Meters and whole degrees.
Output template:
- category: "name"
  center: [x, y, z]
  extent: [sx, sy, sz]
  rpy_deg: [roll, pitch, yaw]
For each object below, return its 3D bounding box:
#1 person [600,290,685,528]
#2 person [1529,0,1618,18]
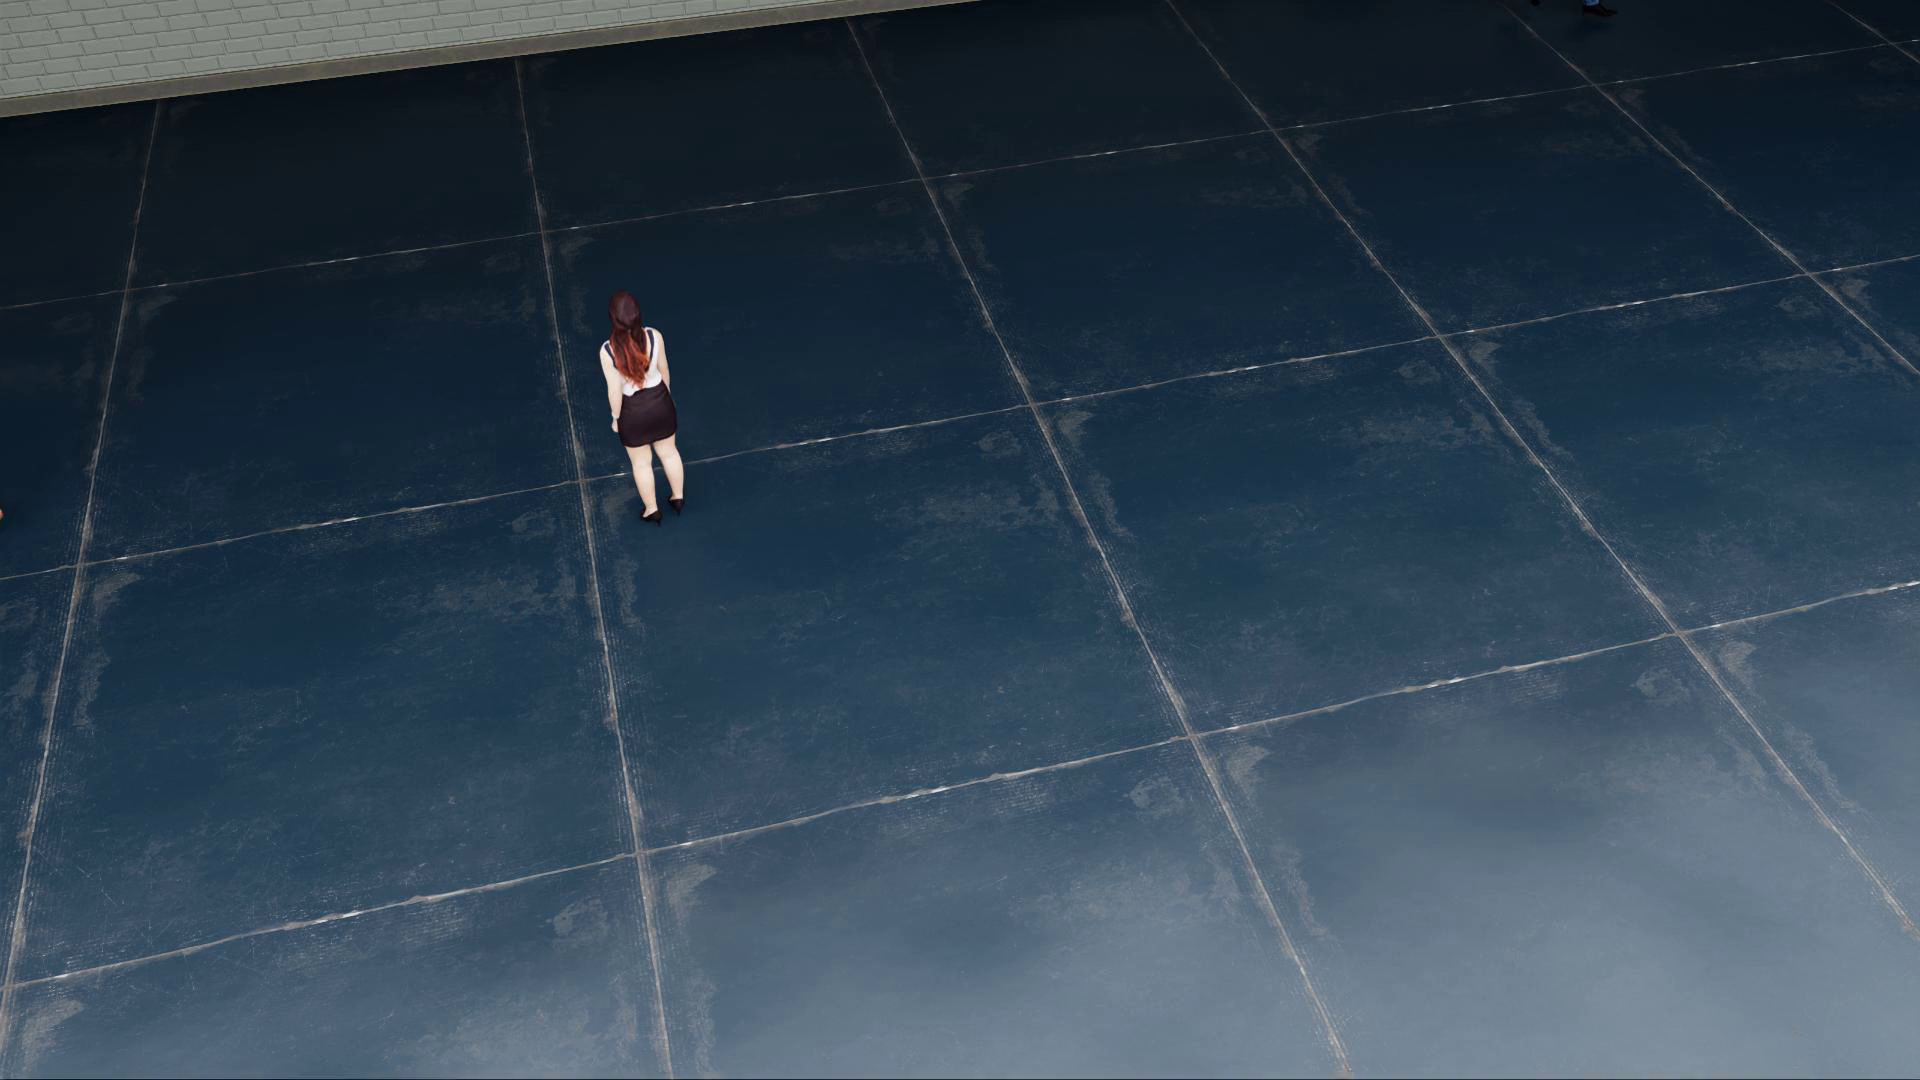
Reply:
- category: "person"
  center: [-1.864, -0.758, 9.791]
  extent: [0.610, 1.648, 0.605]
  rpy_deg: [-25, 48, -24]
- category: "person"
  center: [5.572, -5.522, 14.738]
  extent: [1.139, 1.859, 1.177]
  rpy_deg: [12, 44, 12]
